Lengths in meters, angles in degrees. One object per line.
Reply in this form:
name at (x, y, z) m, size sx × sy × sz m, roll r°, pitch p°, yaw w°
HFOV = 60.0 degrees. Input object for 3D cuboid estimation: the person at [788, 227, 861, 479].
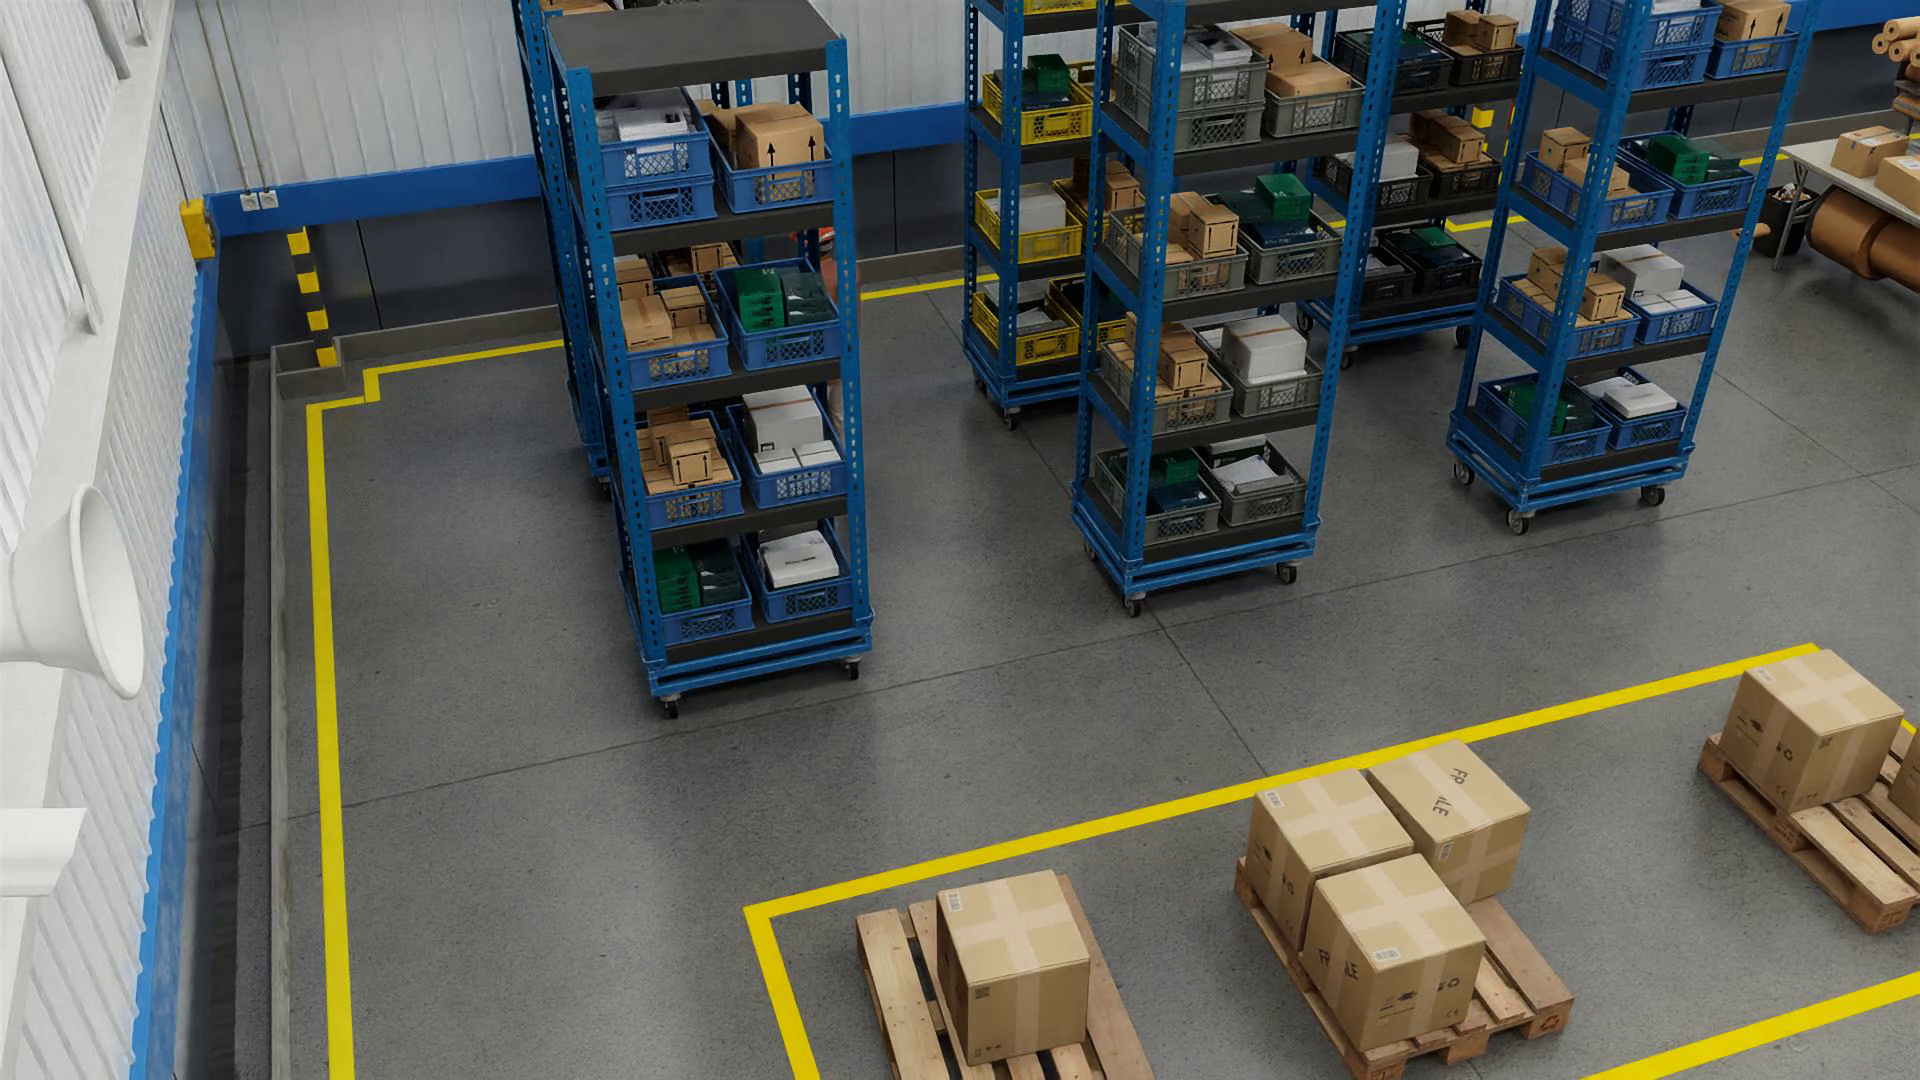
person at (-0.834, -1.066, 10.077) m, size 0.411 × 1.980 × 0.626 m, roll 23°, pitch 41°, yaw 29°
